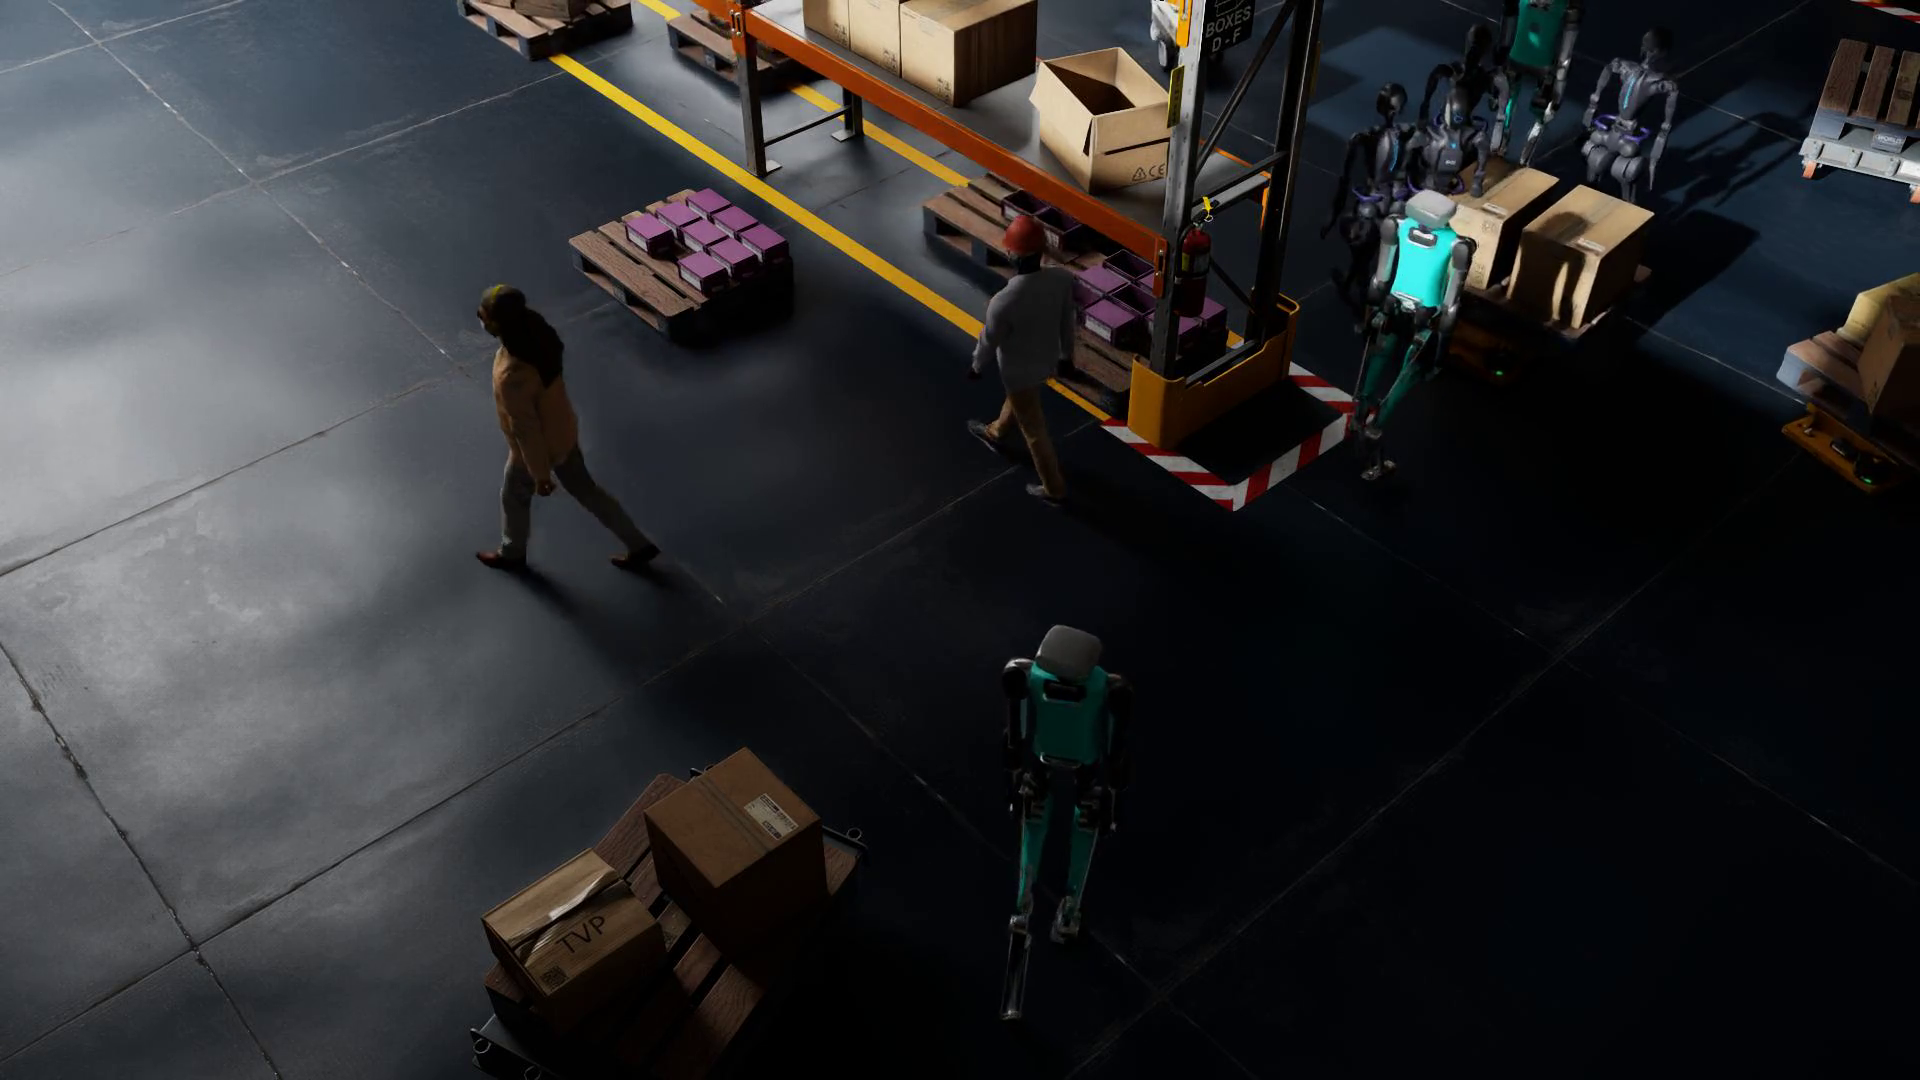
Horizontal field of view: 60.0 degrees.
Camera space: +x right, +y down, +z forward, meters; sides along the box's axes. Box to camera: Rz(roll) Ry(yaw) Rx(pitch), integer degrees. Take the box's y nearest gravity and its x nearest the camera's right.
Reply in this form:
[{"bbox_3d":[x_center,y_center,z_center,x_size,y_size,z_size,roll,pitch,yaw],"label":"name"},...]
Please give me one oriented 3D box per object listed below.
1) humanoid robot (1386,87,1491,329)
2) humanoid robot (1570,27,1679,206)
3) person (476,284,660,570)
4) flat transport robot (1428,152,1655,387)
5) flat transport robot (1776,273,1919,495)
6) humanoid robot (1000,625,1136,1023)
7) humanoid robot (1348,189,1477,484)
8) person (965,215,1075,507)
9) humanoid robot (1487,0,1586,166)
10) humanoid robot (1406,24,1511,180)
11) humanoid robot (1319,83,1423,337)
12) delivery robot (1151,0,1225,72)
[{"bbox_3d":[2.921,-2.050,10.285,0.608,1.651,0.331,0,43,0],"label":"humanoid robot"},{"bbox_3d":[4.319,-2.582,10.893,0.616,1.656,0.608,32,52,30],"label":"humanoid robot"},{"bbox_3d":[-2.114,-0.532,8.532,1.004,1.827,0.570,9,43,9],"label":"person"},{"bbox_3d":[3.586,-1.493,10.719,0.659,0.231,1.431,32,52,30],"label":"flat transport robot"},{"bbox_3d":[5.667,-0.717,9.874,1.431,0.231,0.659,-19,46,-20],"label":"flat transport robot"},{"bbox_3d":[0.351,1.263,6.685,0.552,1.834,0.885,11,44,11],"label":"humanoid robot"},{"bbox_3d":[2.325,-0.968,9.101,0.560,1.828,0.752,29,50,28],"label":"humanoid robot"},{"bbox_3d":[0.335,-1.007,9.129,0.876,1.700,0.560,32,51,30],"label":"person"},{"bbox_3d":[3.934,-3.122,11.418,0.537,1.815,0.725,24,48,24],"label":"humanoid robot"},{"bbox_3d":[3.275,-2.604,10.906,0.599,1.637,0.703,14,45,15],"label":"humanoid robot"},{"bbox_3d":[2.537,-2.069,10.333,0.586,1.628,0.753,-13,44,-14],"label":"humanoid robot"},{"bbox_3d":[1.807,-4.136,13.397,0.499,0.614,0.814,-9,43,-10],"label":"delivery robot"}]
